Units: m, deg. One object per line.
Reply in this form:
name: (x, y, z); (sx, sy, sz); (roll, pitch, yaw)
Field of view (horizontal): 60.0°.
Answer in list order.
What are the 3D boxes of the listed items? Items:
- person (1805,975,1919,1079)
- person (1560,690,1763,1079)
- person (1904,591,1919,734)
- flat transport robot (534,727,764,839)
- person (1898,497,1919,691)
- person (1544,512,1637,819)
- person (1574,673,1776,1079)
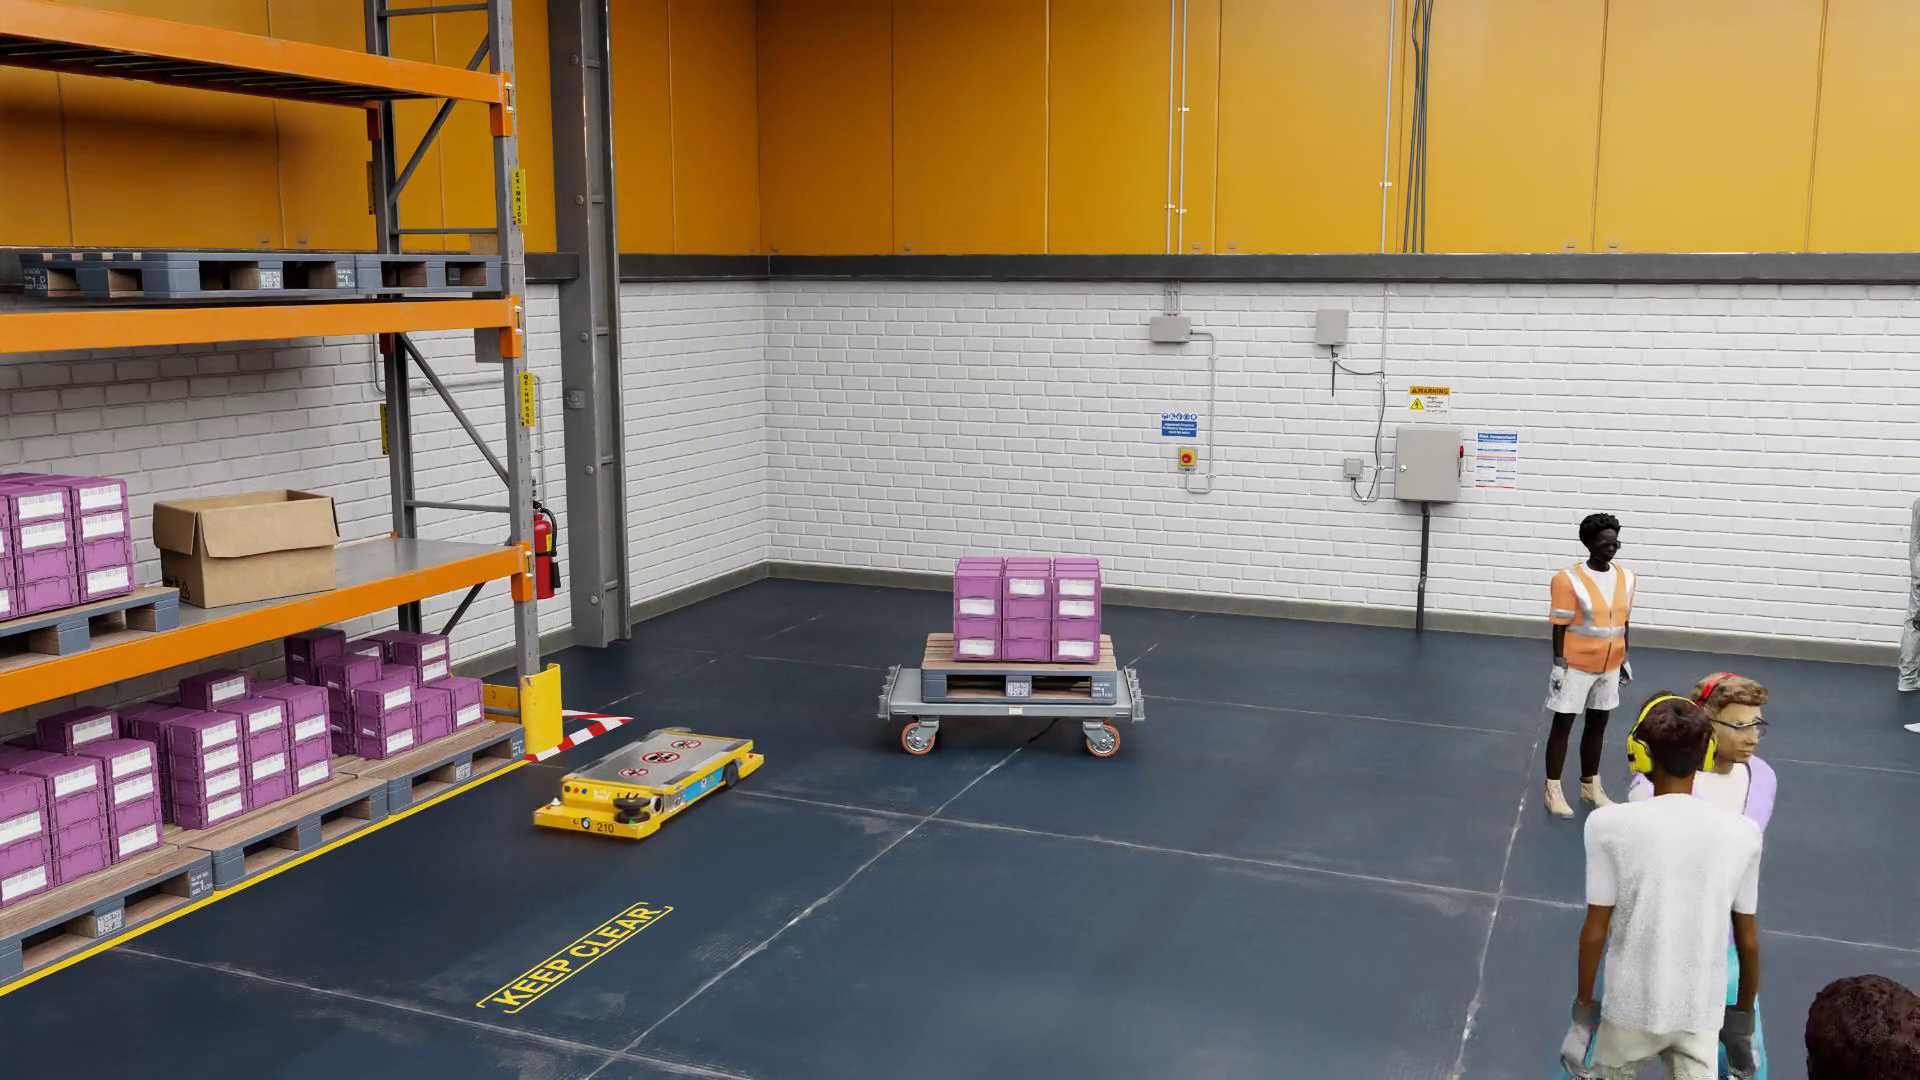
person: (1.430, 1.657, 2.727); (0.601, 1.894, 0.814); (5, 11, 29)
person: (1.982, 1.353, 4.749); (0.558, 1.831, 0.659); (1, 9, 5)
person: (6.385, 0.459, 10.725); (0.525, 1.636, 0.307); (-3, 10, -17)
flat transport robot: (-1.732, 1.350, 9.454); (0.652, 0.197, 1.431); (3, 10, 20)
person: (6.885, 0.251, 11.692); (0.310, 1.735, 0.484); (-1, 9, -6)
person: (3.479, 0.683, 9.180); (0.536, 1.696, 0.322); (-3, 10, -17)
person: (2.329, 1.283, 5.284); (0.573, 1.790, 1.003); (-4, 10, -22)
